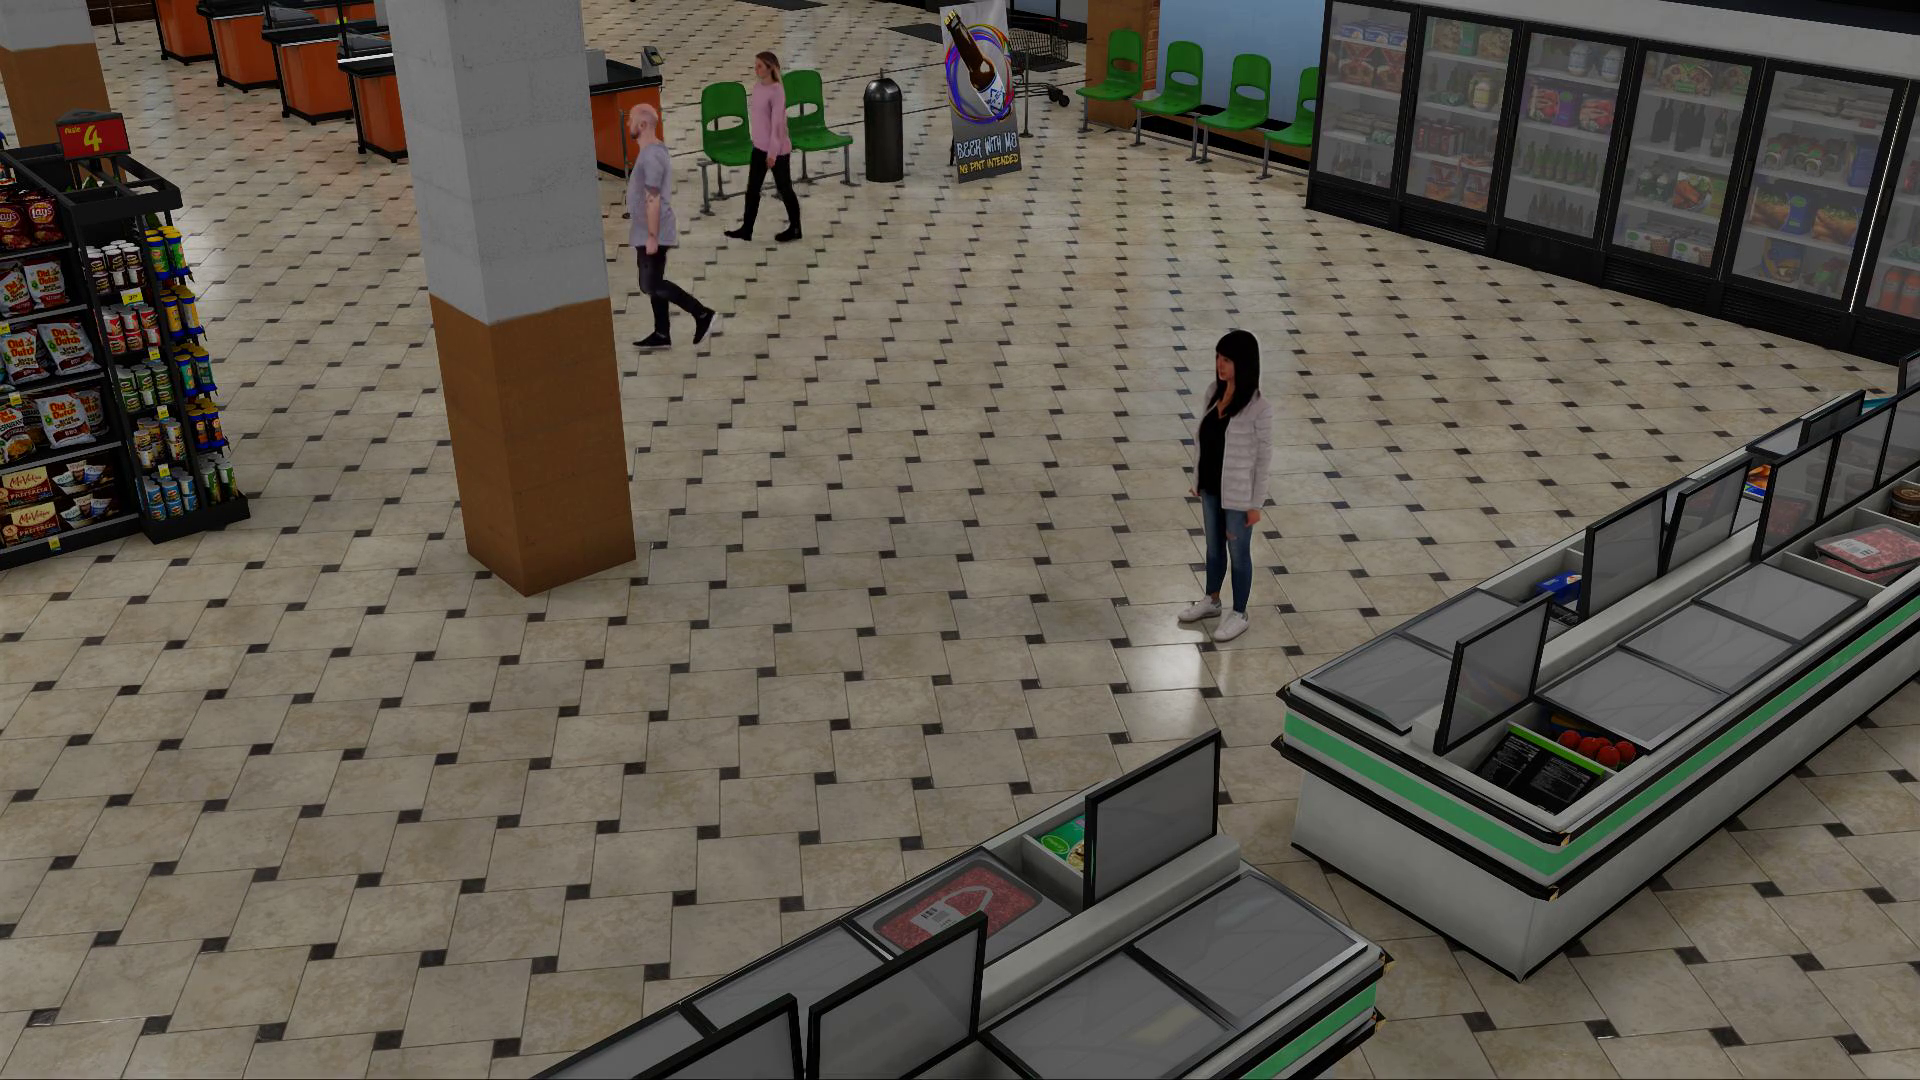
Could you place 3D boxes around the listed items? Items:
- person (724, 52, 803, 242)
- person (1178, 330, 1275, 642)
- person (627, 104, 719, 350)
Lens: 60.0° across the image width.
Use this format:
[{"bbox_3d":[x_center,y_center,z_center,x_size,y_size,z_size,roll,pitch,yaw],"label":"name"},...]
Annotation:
[{"bbox_3d":[-1.567,-3.429,14.576,0.931,1.663,0.655,-18,32,-32],"label":"person"},{"bbox_3d":[1.367,-0.278,8.392,0.549,1.636,0.625,-19,32,-33],"label":"person"},{"bbox_3d":[-2.114,-2.220,12.018,1.025,1.820,0.921,-4,27,-8],"label":"person"}]
